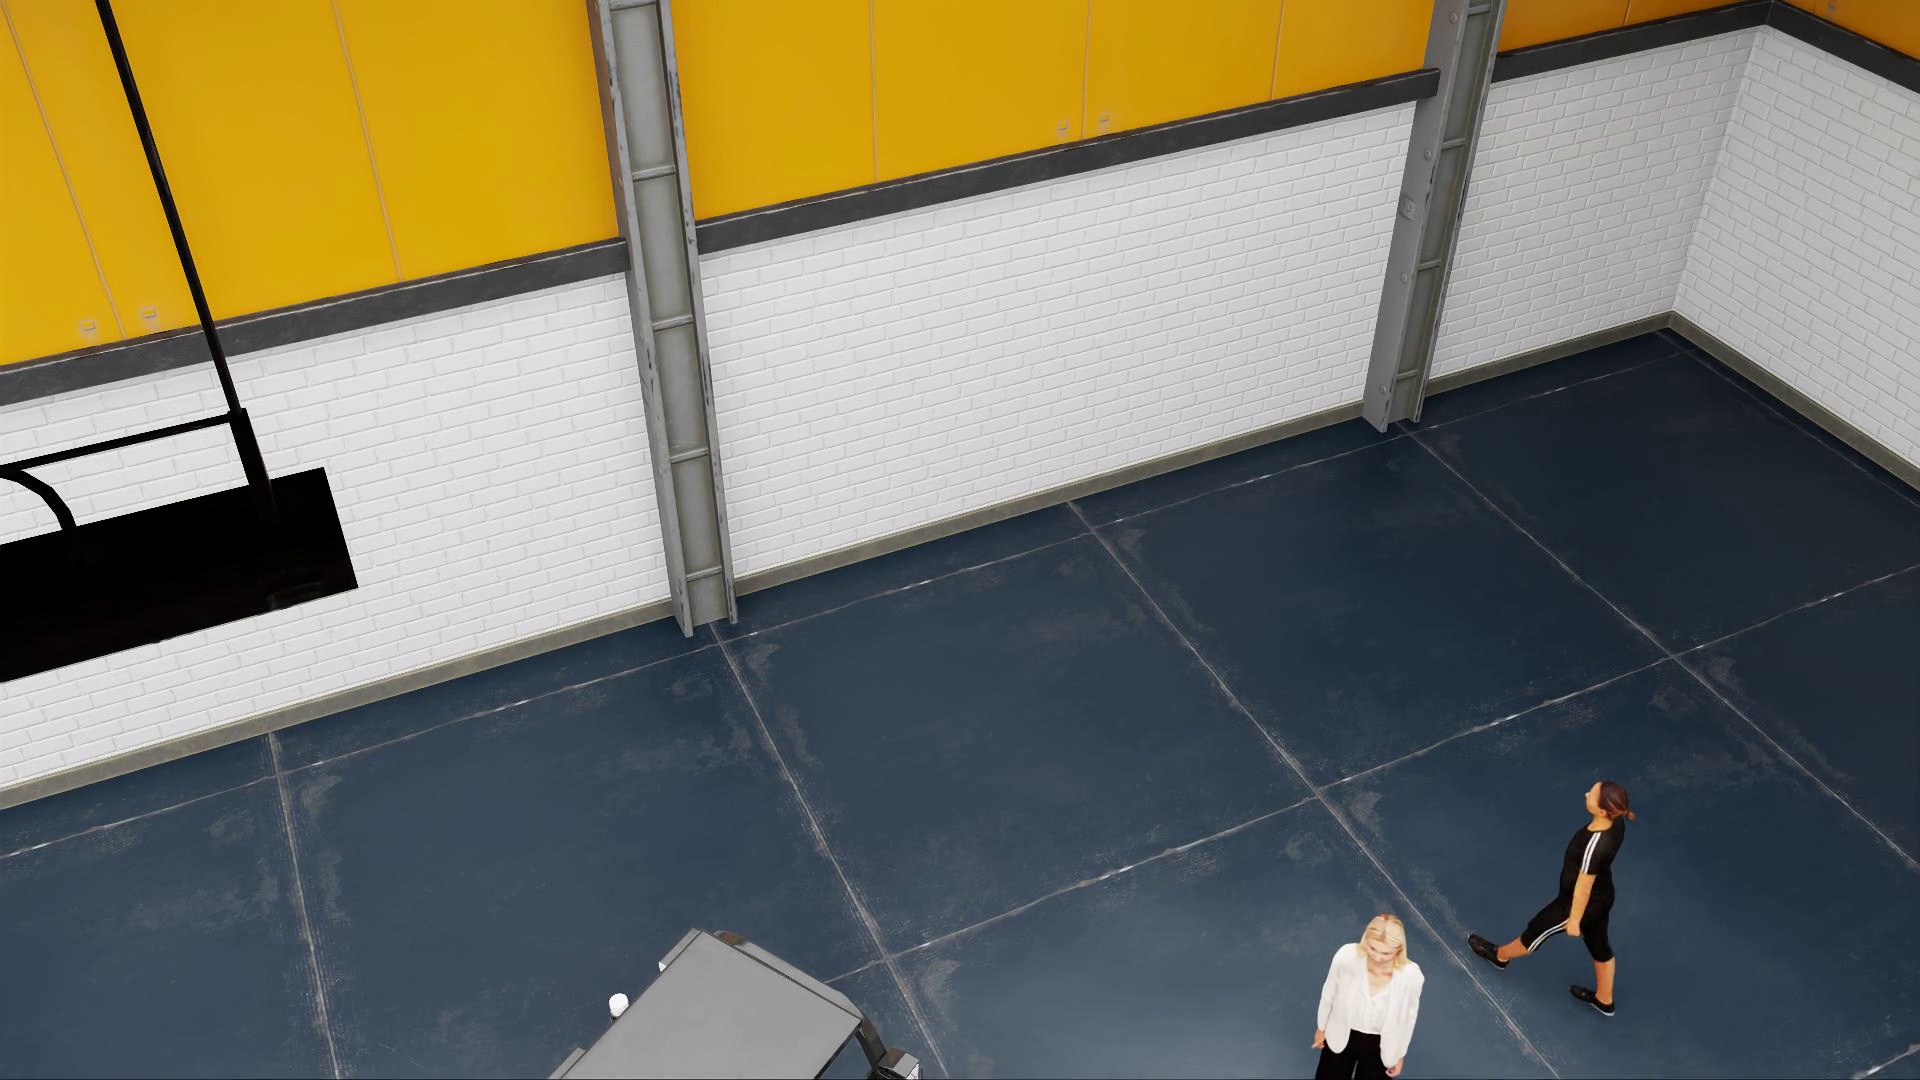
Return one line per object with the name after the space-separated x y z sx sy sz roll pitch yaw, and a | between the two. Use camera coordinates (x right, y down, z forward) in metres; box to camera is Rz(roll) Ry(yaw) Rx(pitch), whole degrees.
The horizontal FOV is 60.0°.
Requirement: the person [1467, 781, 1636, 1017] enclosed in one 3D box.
3.416 1.954 8.914 0.988 1.624 1.111 28 46 30 | person

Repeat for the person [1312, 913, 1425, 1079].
1.962 2.445 8.111 0.666 1.859 0.730 12 40 15 | person
